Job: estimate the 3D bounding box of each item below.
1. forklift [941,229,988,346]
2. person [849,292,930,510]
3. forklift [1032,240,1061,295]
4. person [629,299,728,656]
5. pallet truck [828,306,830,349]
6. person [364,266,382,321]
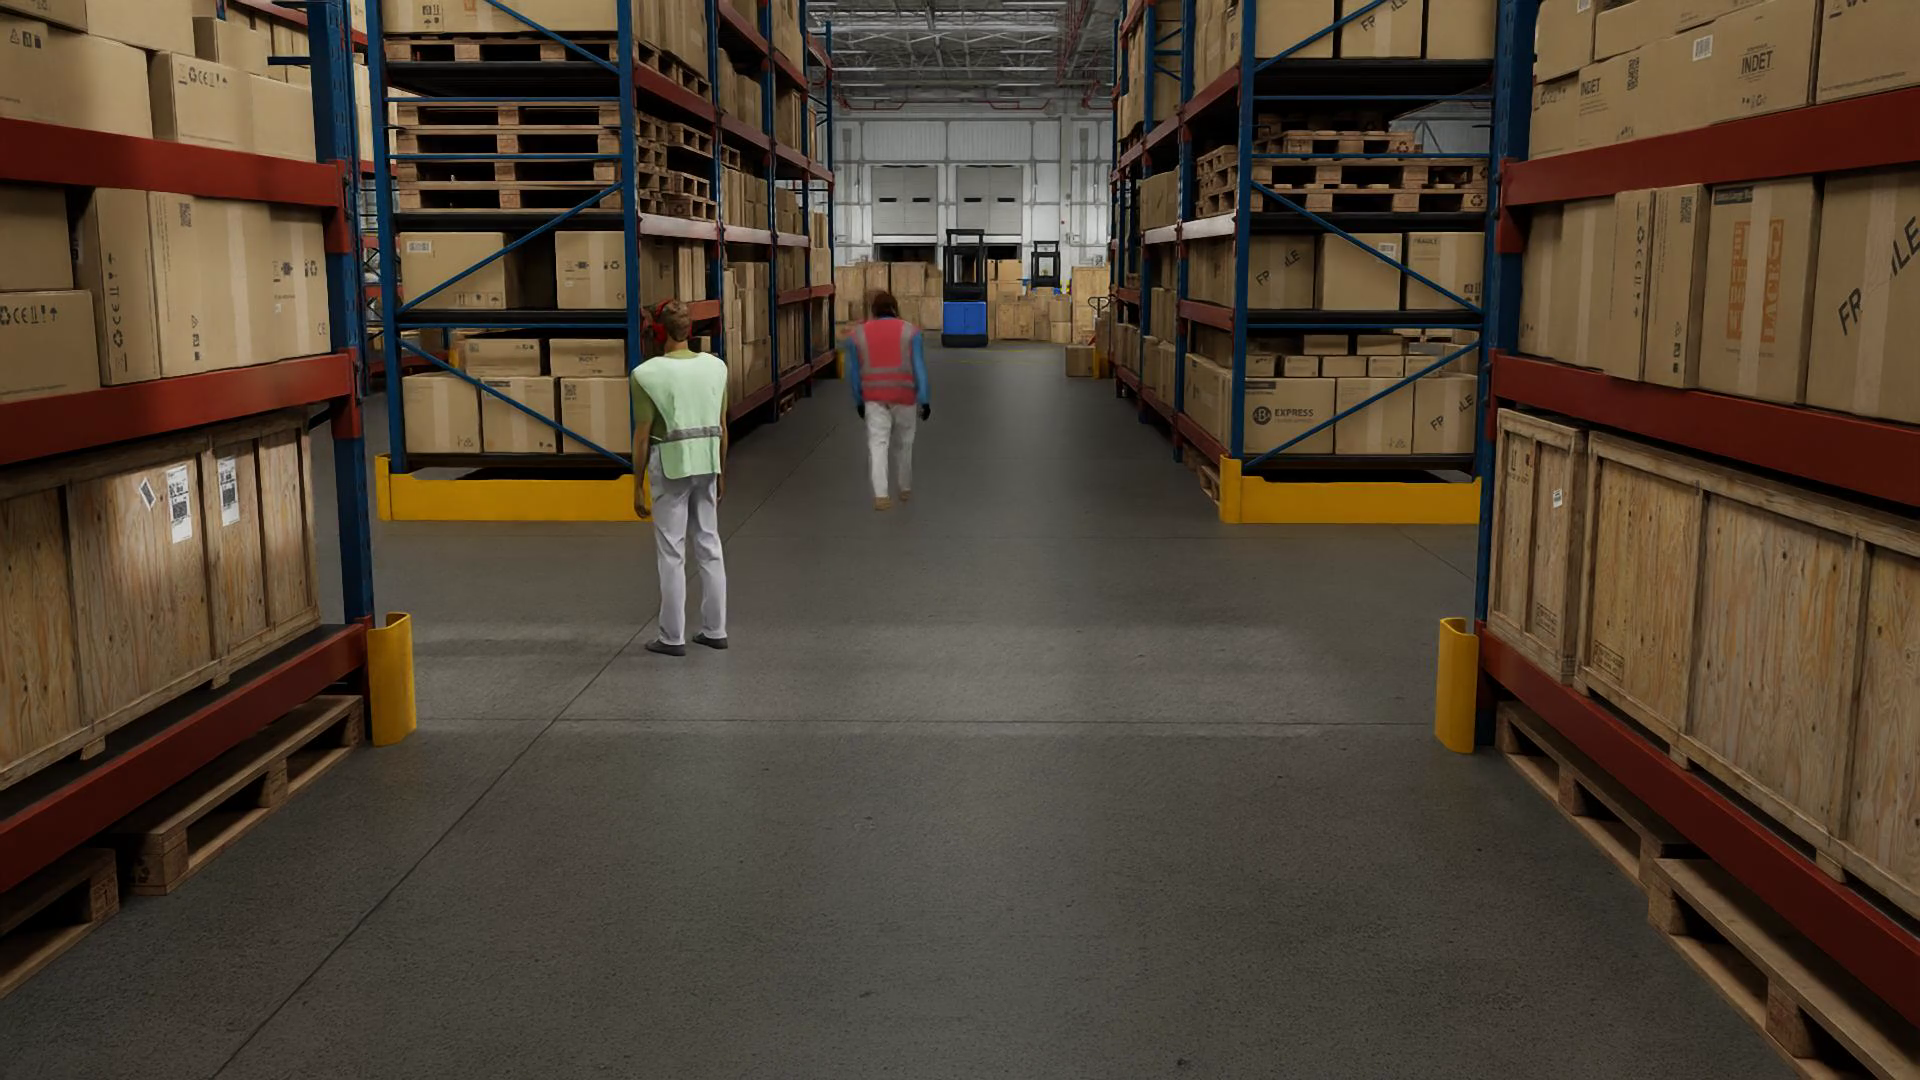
[{"bbox_3d":[0.124,-6.117,40.203,1.129,2.768,1.873,0,9,1],"label":"forklift"},{"bbox_3d":[-0.580,-1.155,13.775,0.662,1.779,0.962,1,10,4],"label":"person"},{"bbox_3d":[3.172,-9.648,61.356,1.129,2.768,1.873,0,9,1],"label":"forklift"},{"bbox_3d":[-1.424,-0.310,8.552,0.562,1.840,0.391,-8,13,-41],"label":"person"},{"bbox_3d":[-3.100,-3.940,29.800,1.885,1.965,0.823,3,10,19],"label":"pallet truck"},{"bbox_3d":[-19.864,-8.295,56.154,0.653,1.916,0.720,2,10,9],"label":"person"}]
